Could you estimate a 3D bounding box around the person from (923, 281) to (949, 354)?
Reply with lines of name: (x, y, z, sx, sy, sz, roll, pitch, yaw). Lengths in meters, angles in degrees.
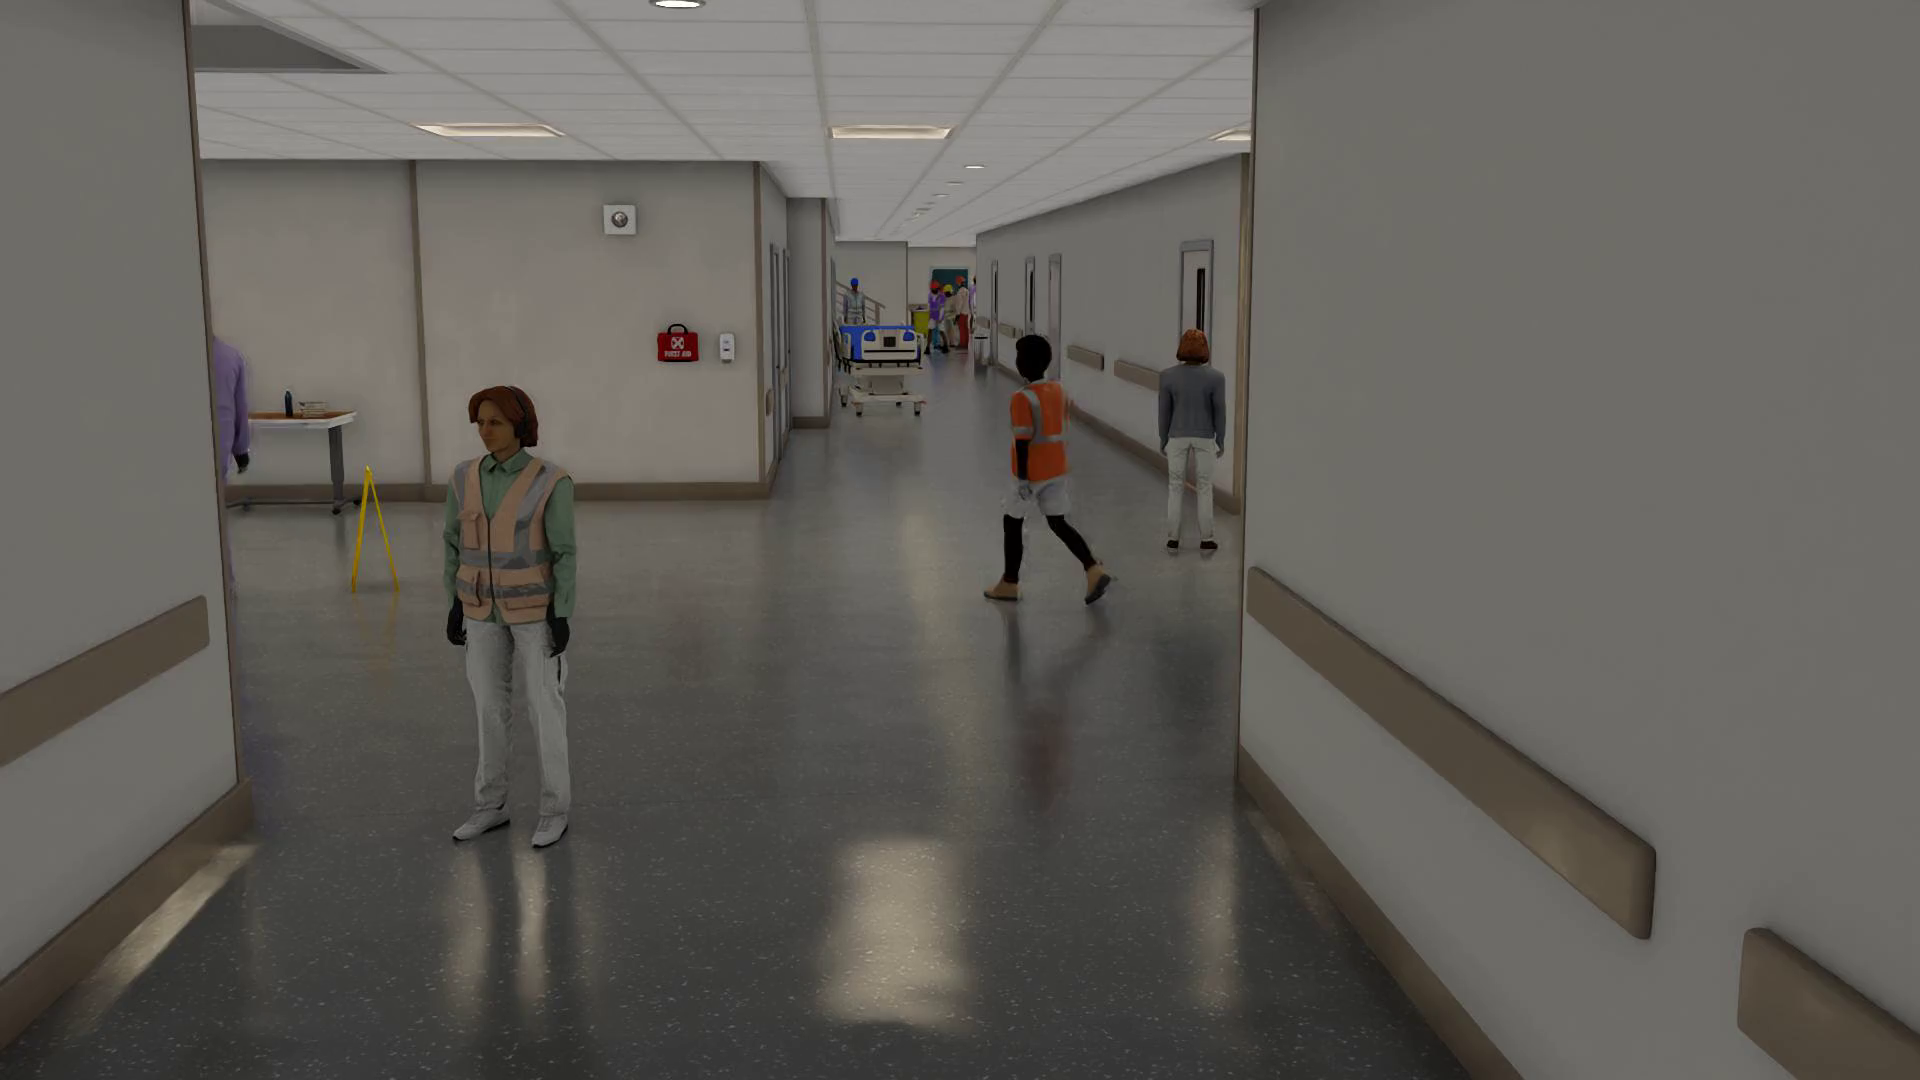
person: (-0.580, -5.732, 42.865, 0.539, 1.891, 0.979, 5, 10, 30)

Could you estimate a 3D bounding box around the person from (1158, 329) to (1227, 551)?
person: (1.699, -0.727, 12.200, 0.500, 1.633, 0.280, 2, 9, 14)

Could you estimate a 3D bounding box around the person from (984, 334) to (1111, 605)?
person: (0.537, -0.424, 10.173, 0.780, 1.670, 0.535, 8, 12, 40)

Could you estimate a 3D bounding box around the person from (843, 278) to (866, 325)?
person: (-2.717, -5.772, 42.884, 0.608, 1.946, 0.406, -4, 10, -21)

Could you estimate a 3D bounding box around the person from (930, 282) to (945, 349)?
person: (-0.581, -6.158, 45.672, 0.567, 1.835, 0.402, 5, 10, 29)

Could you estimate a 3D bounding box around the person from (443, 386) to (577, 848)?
person: (-1.595, 0.270, 5.920, 0.514, 1.641, 0.307, 3, 9, 16)

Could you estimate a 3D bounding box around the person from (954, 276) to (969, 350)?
person: (0.040, -6.109, 44.886, 0.392, 1.985, 0.610, 4, 10, 23)

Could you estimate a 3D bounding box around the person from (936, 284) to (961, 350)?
person: (-0.245, -6.083, 45.404, 0.598, 1.780, 0.950, 8, 12, 40)

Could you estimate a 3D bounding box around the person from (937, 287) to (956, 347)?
person: (-0.325, -6.217, 46.474, 0.647, 1.699, 0.352, -2, 9, -13)
